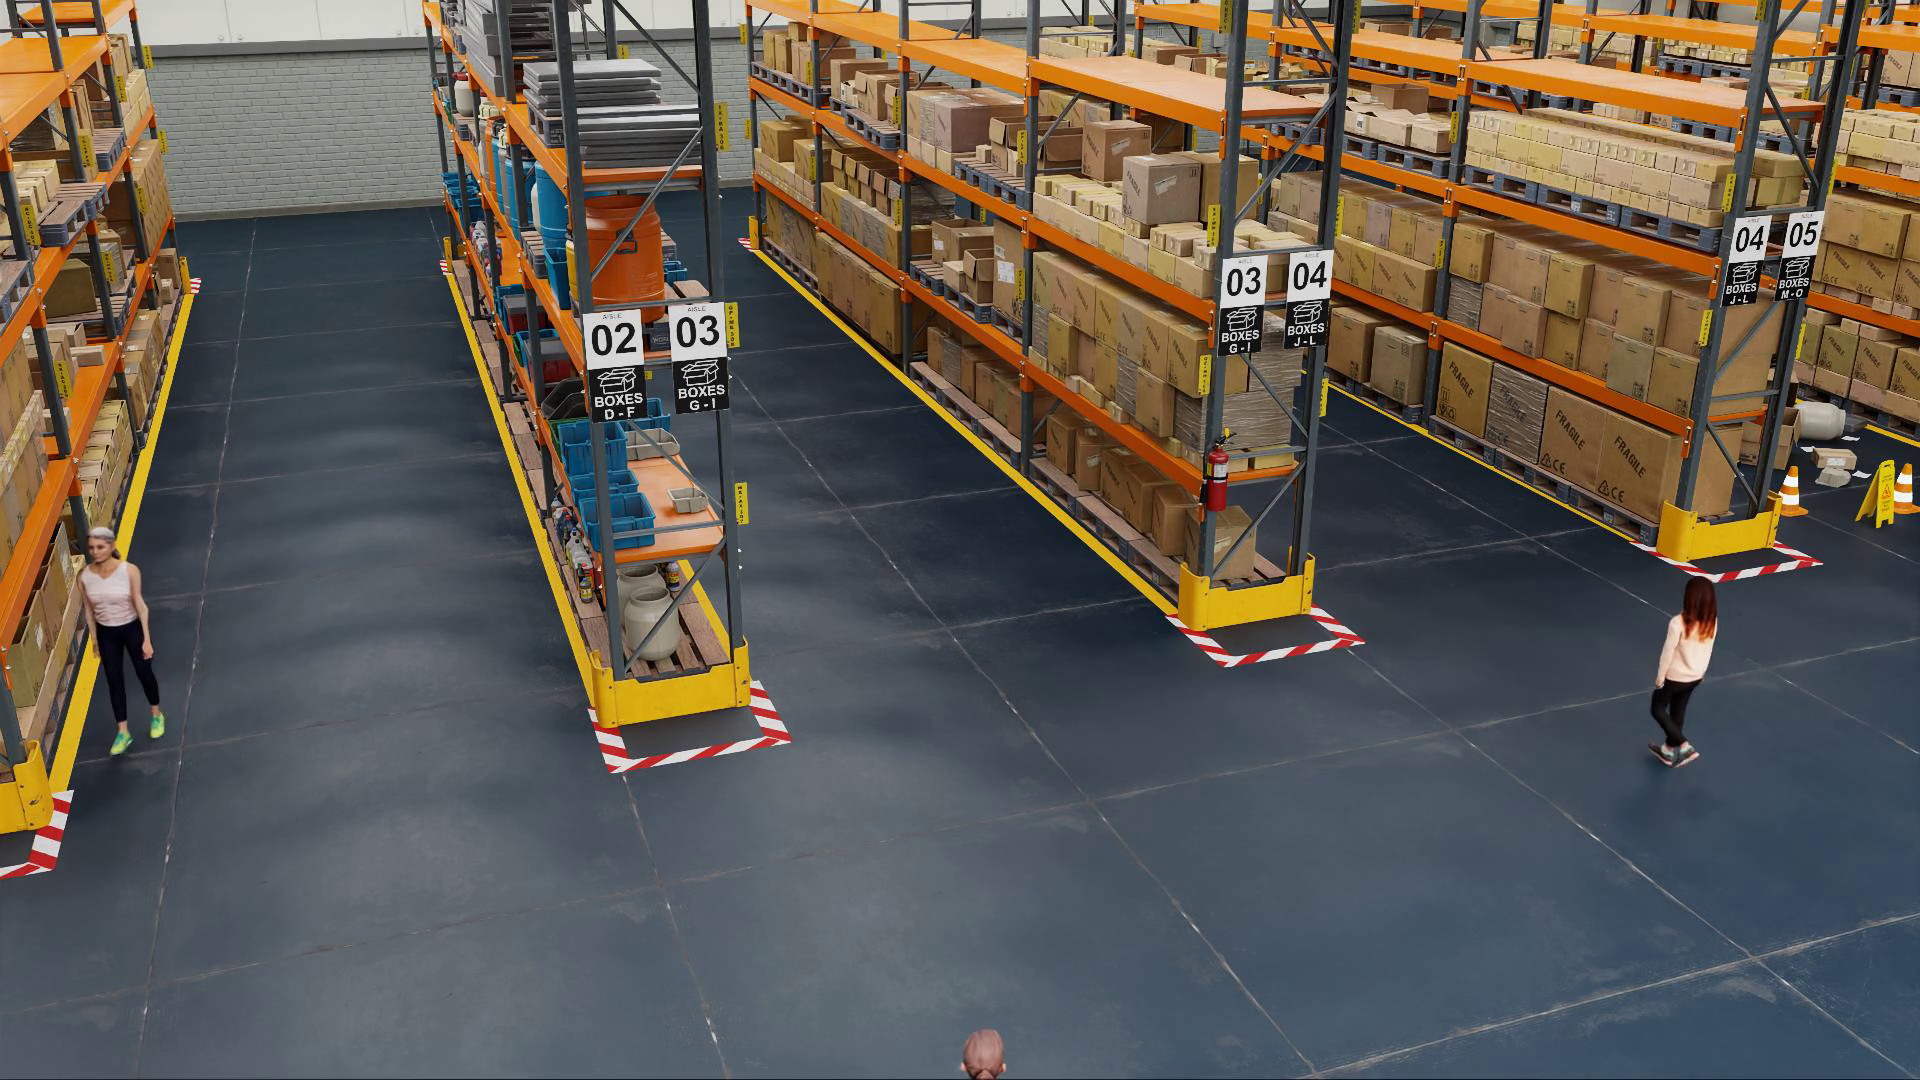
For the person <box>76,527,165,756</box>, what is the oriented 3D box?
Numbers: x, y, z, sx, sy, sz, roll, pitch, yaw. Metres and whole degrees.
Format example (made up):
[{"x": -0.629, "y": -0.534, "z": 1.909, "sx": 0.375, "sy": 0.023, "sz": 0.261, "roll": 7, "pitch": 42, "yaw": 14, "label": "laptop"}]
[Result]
[{"x": -6.100, "y": 0.678, "z": 12.142, "sx": 0.672, "sy": 1.701, "sz": 0.783, "roll": -3, "pitch": 22, "yaw": -8, "label": "person"}]

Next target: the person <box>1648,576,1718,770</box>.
[{"x": 5.127, "y": 0.968, "z": 11.734, "sx": 0.581, "sy": 1.474, "sz": 0.716, "roll": -9, "pitch": 24, "yaw": -20, "label": "person"}]
